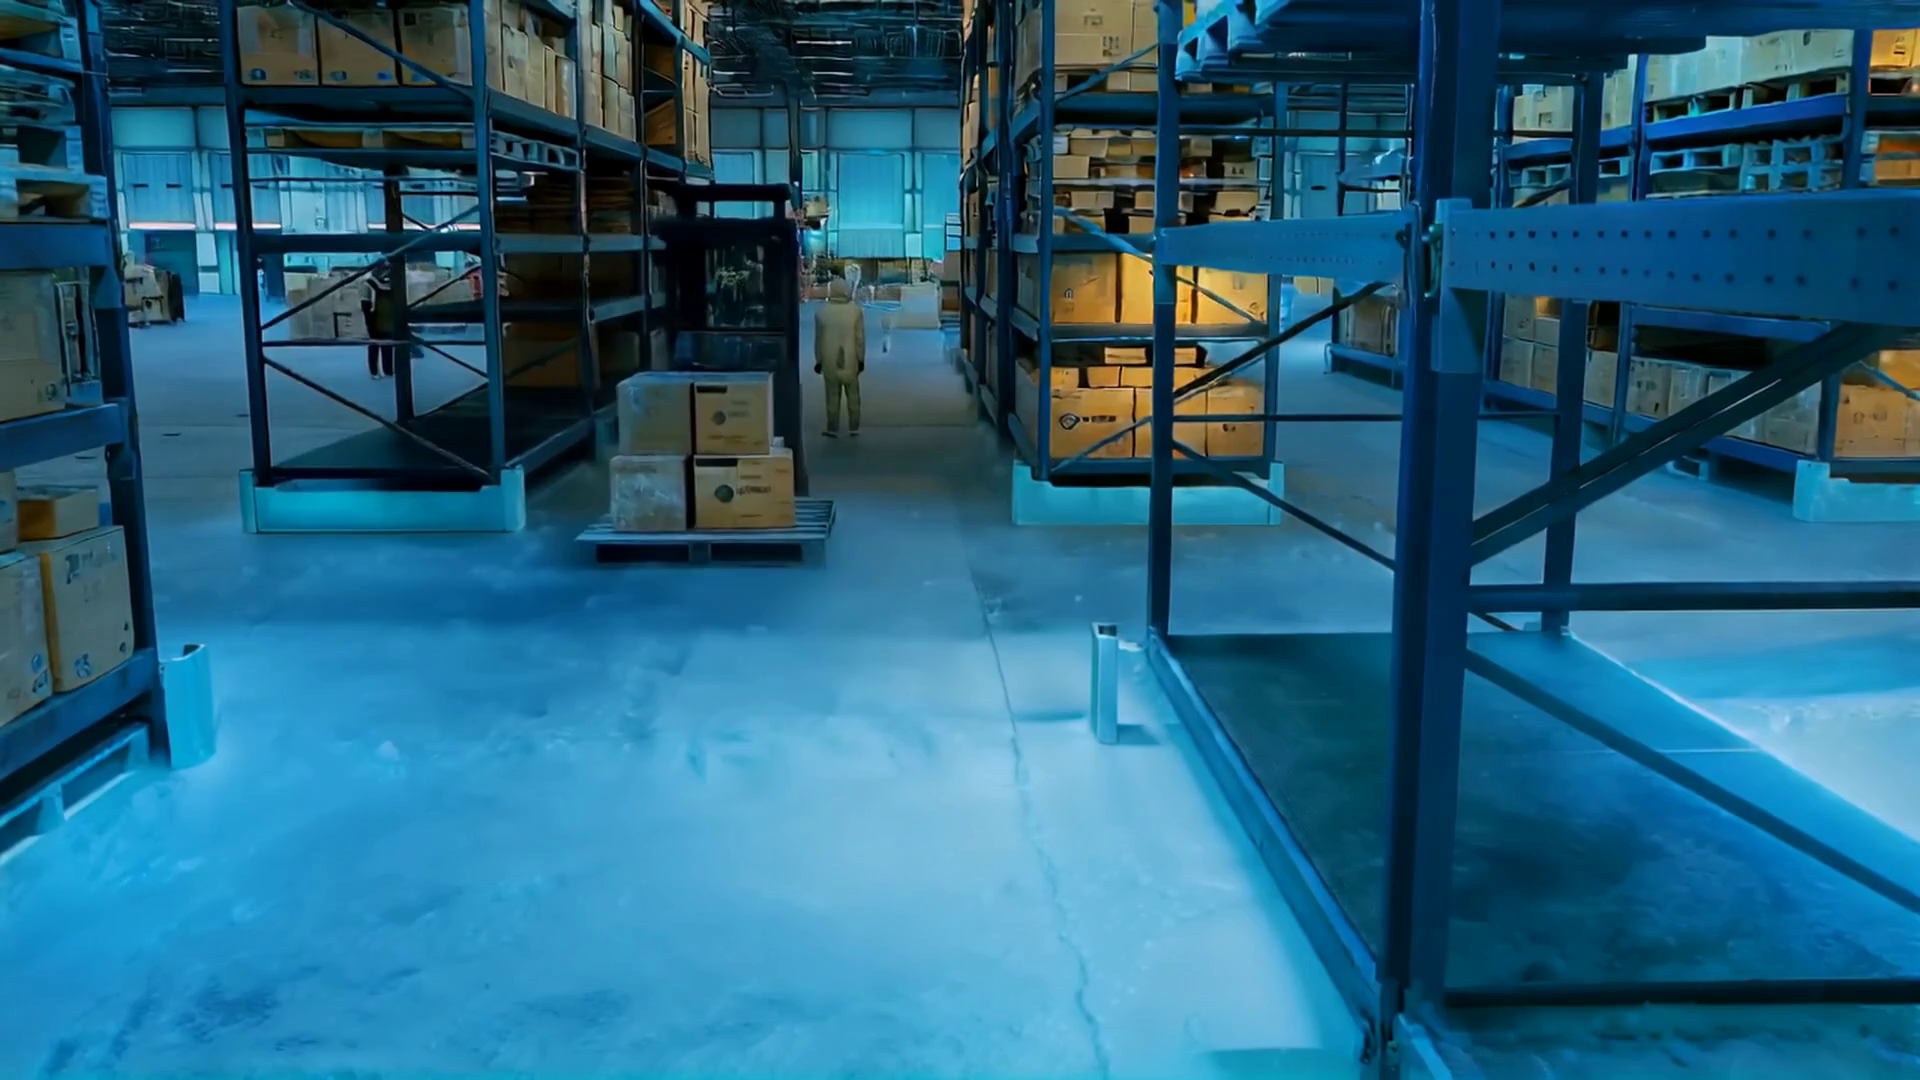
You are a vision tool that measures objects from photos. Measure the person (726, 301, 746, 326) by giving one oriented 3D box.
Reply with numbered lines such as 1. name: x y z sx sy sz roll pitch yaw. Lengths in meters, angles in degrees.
1. person: -2.452 -1.790 18.389 0.532 1.698 0.319 -6 12 -30

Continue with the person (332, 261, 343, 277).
1. person: -18.887 -7.588 50.536 0.558 1.749 0.536 -3 11 -17

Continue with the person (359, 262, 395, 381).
1. person: -9.794 -3.736 28.271 0.535 2.000 0.674 5 12 28

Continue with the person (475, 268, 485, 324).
1. person: -13.483 -7.101 47.369 0.596 1.917 0.388 -4 11 -22

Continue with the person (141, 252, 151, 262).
1. person: -32.604 -10.580 66.783 0.764 1.918 0.549 9 13 40

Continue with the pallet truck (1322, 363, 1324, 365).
1. pallet truck: 7.712 -4.157 30.737 1.885 1.965 0.823 3 11 16

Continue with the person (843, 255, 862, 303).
1. person: -3.628 -8.712 56.423 0.631 1.901 0.998 3 11 18

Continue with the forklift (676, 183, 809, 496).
1. forklift: -1.902 -1.634 14.221 1.129 2.768 1.873 0 10 -2

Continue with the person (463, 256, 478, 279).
1. person: -16.908 -8.928 57.755 0.629 1.843 0.429 4 11 22

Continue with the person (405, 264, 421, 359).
1. person: -11.057 -4.580 33.304 0.458 1.918 0.587 -10 14 -43

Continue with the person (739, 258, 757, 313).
1. person: -6.991 -8.336 54.587 0.532 1.792 0.953 -10 14 -44

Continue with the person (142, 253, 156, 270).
1. person: -30.145 -9.702 61.843 0.813 1.926 0.611 9 14 42

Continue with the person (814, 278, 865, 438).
1. person: -1.458 -2.177 19.960 0.636 1.911 0.405 -5 11 -27

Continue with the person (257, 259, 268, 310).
1. person: -24.188 -8.833 57.496 0.489 1.744 0.295 2 10 11

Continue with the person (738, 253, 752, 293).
1. person: -8.322 -10.083 64.012 0.577 1.905 0.630 -5 11 -27
